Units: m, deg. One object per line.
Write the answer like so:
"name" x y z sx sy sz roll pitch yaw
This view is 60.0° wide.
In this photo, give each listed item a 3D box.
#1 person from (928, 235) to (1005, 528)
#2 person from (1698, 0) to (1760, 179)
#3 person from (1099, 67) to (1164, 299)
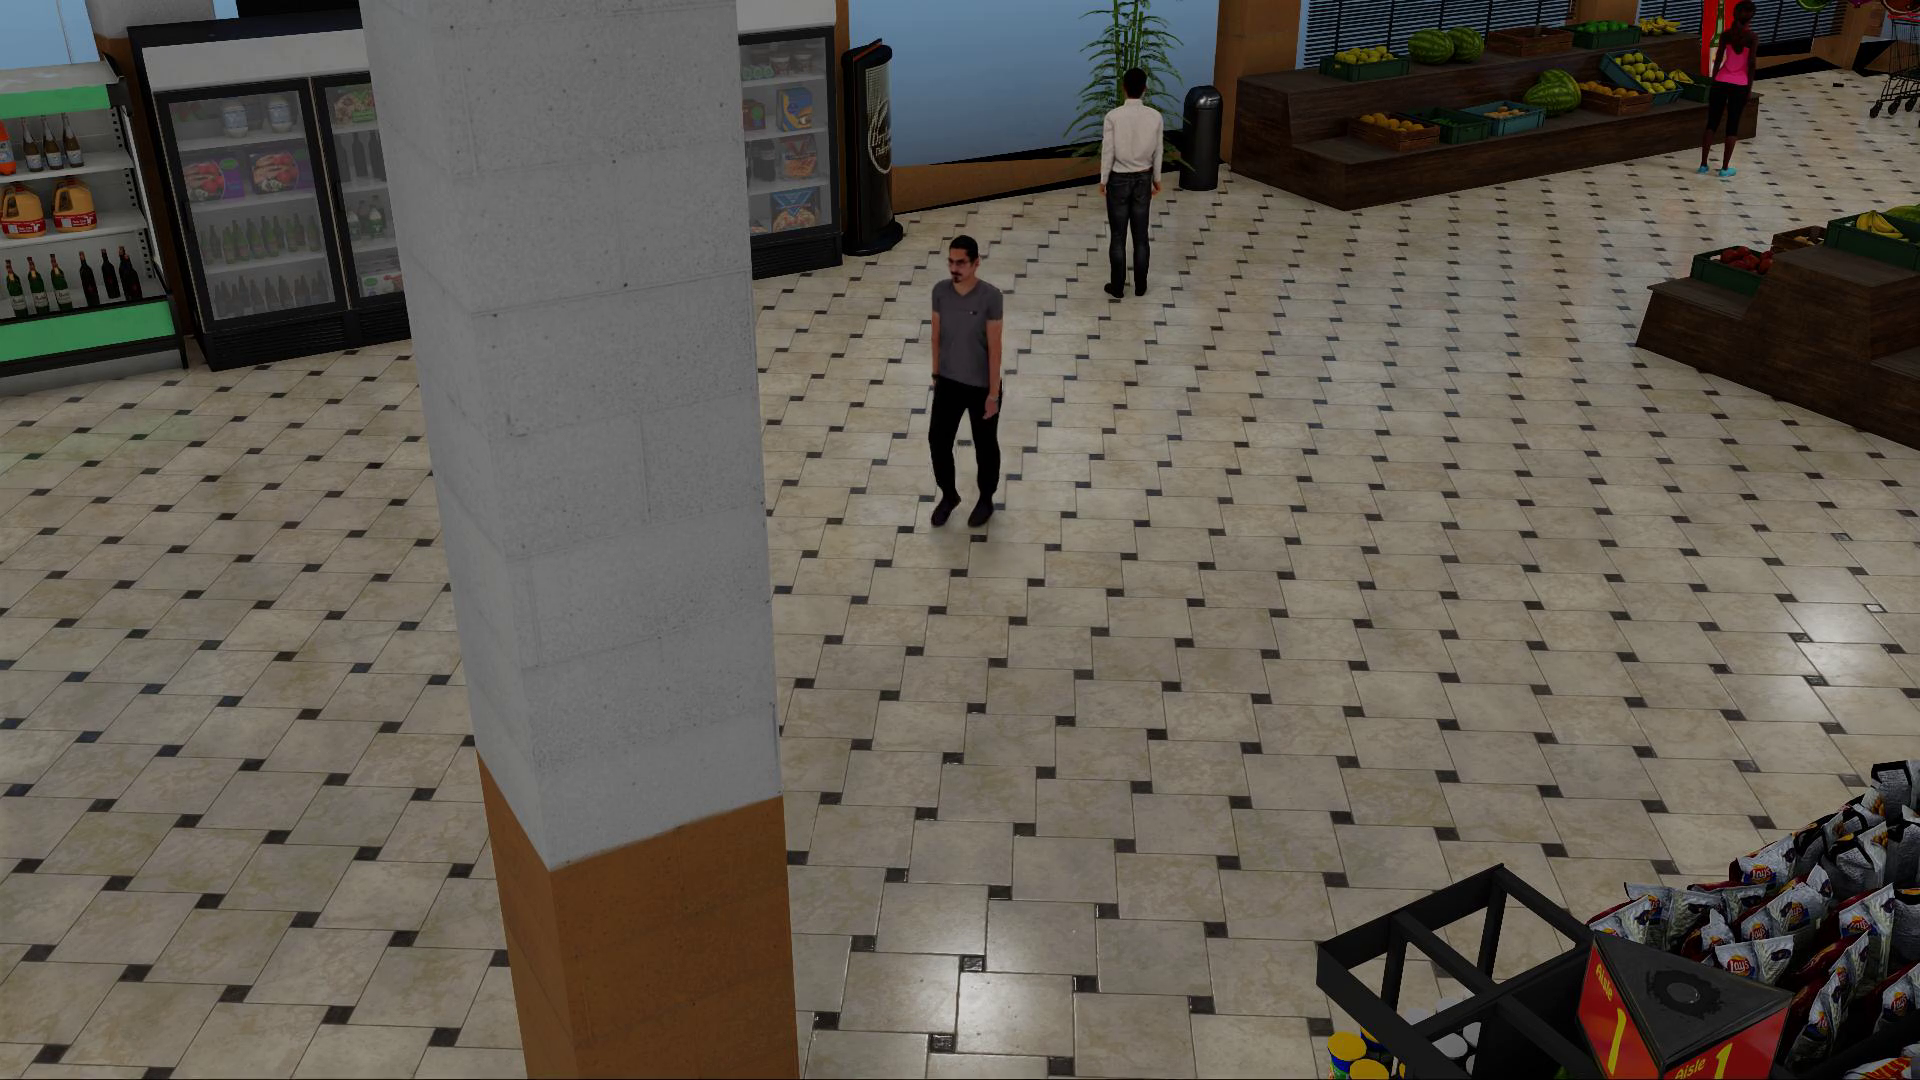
"person" 0.083 -0.934 9.587 0.781 1.739 0.834 8 28 16
"person" 7.727 -4.531 16.699 0.618 1.722 0.628 24 35 39
"person" 1.355 -2.841 13.271 0.619 1.809 0.794 -4 27 -7
